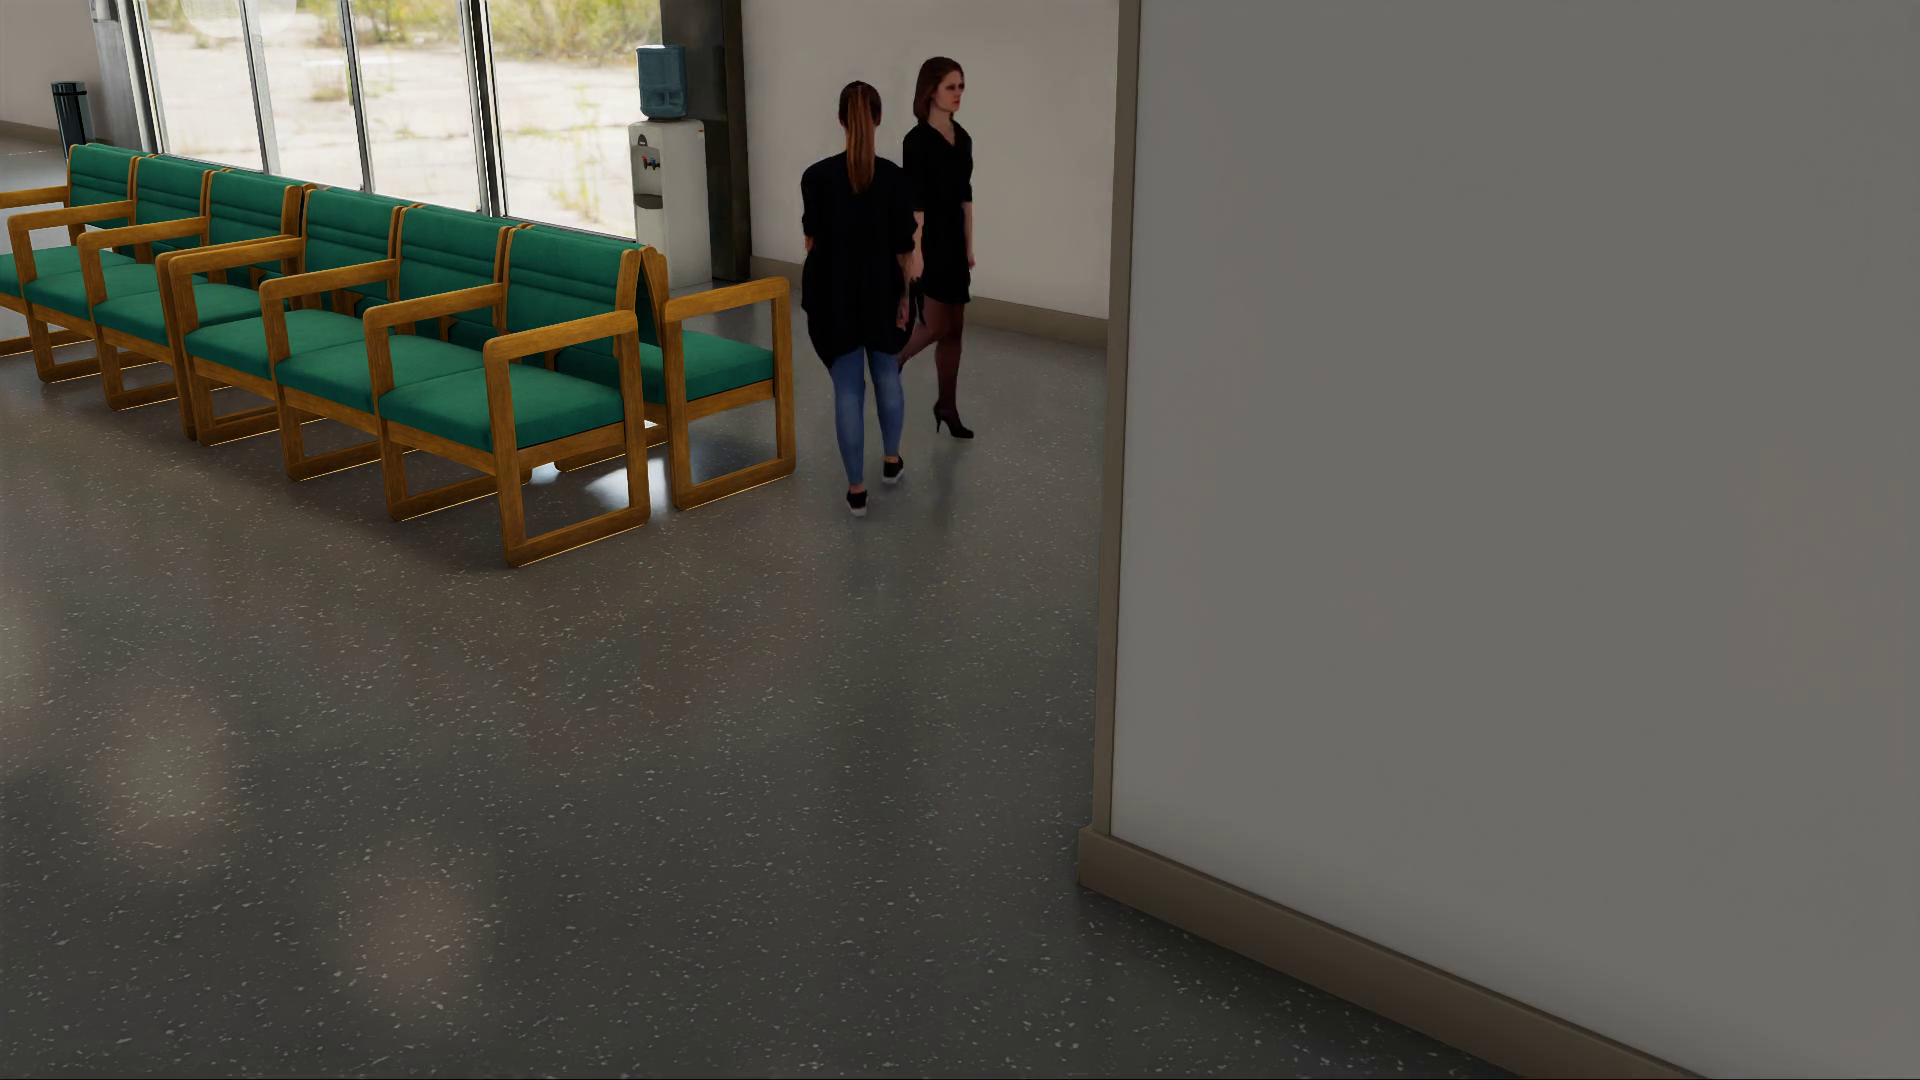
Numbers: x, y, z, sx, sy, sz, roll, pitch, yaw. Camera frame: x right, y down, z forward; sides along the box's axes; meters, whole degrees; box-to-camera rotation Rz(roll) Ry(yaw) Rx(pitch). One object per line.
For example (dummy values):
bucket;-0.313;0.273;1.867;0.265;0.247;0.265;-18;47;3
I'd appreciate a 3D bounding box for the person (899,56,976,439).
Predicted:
person;-0.174;-1.284;7.440;0.693;1.696;0.684;13;24;31

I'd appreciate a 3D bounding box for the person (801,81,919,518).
person;-0.399;-0.900;6.473;0.878;1.663;0.940;-2;21;-5
